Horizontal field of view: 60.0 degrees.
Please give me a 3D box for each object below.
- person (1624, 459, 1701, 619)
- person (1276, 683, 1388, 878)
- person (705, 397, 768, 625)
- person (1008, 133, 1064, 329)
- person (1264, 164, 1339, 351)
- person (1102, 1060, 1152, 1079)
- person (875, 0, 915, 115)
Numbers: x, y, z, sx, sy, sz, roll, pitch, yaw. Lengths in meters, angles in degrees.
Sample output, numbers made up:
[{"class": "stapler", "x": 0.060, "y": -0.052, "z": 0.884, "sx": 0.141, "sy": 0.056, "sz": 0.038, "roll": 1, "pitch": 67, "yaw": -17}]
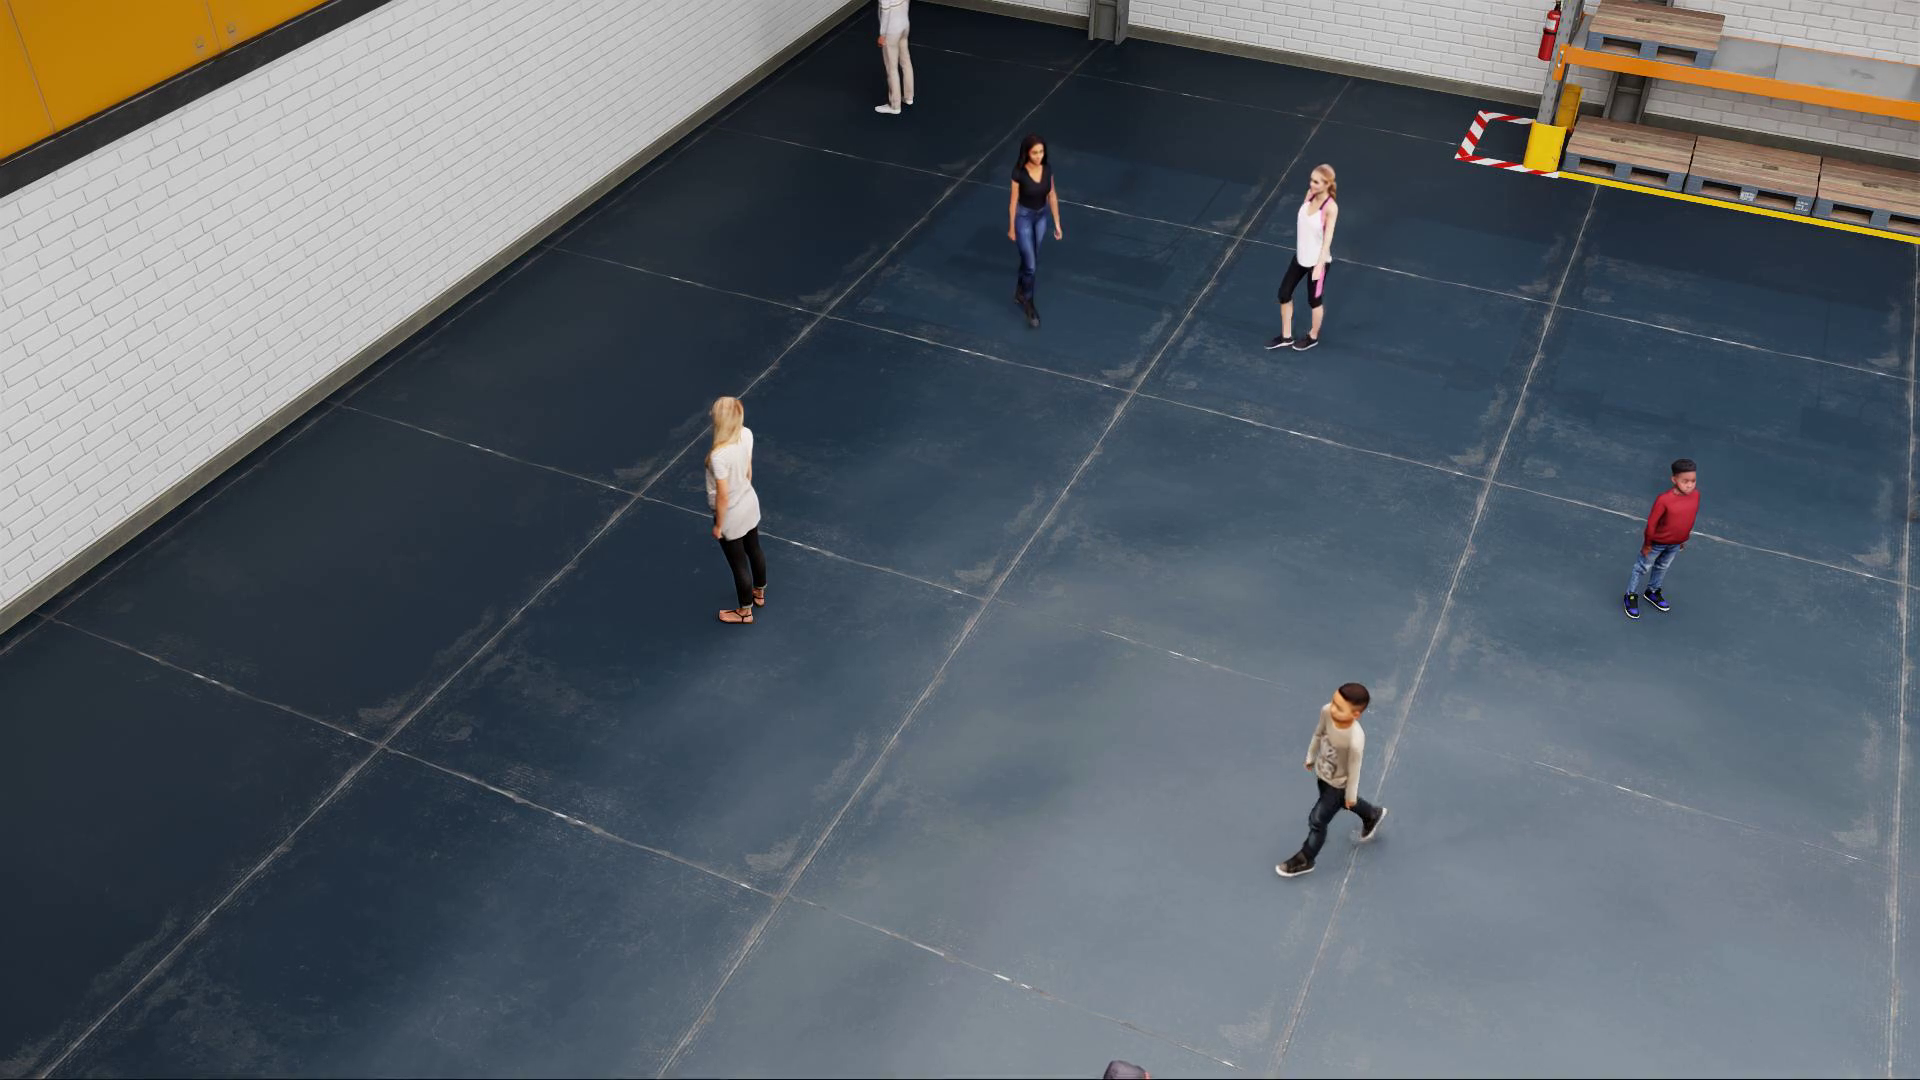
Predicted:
[{"class": "person", "x": 4.912, "y": -0.034, "z": 11.591, "sx": 0.578, "sy": 1.256, "sz": 0.646, "roll": -10, "pitch": 40, "yaw": -12}, {"class": "person", "x": 2.258, "y": 1.366, "z": 9.692, "sx": 1.018, "sy": 1.437, "sz": 0.940, "roll": -12, "pitch": 40, "yaw": -14}, {"class": "person", "x": -1.518, "y": -0.205, "z": 11.347, "sx": 0.517, "sy": 1.827, "sz": 0.593, "roll": 15, "pitch": 41, "yaw": 18}, {"class": "person", "x": 0.579, "y": -2.817, "z": 14.704, "sx": 0.821, "sy": 1.720, "sz": 0.929, "roll": -22, "pitch": 44, "yaw": -25}, {"class": "person", "x": 3.072, "y": -2.395, "z": 14.135, "sx": 0.912, "sy": 1.772, "sz": 0.854, "roll": -16, "pitch": 41, "yaw": -19}, {"class": "person", "x": 0.688, "y": 2.913, "z": 7.469, "sx": 0.676, "sy": 1.795, "sz": 0.690, "roll": -1, "pitch": 39, "yaw": -2}, {"class": "person", "x": -0.713, "y": -5.568, "z": 18.037, "sx": 0.575, "sy": 1.860, "sz": 0.704, "roll": 20, "pitch": 43, "yaw": 24}]
